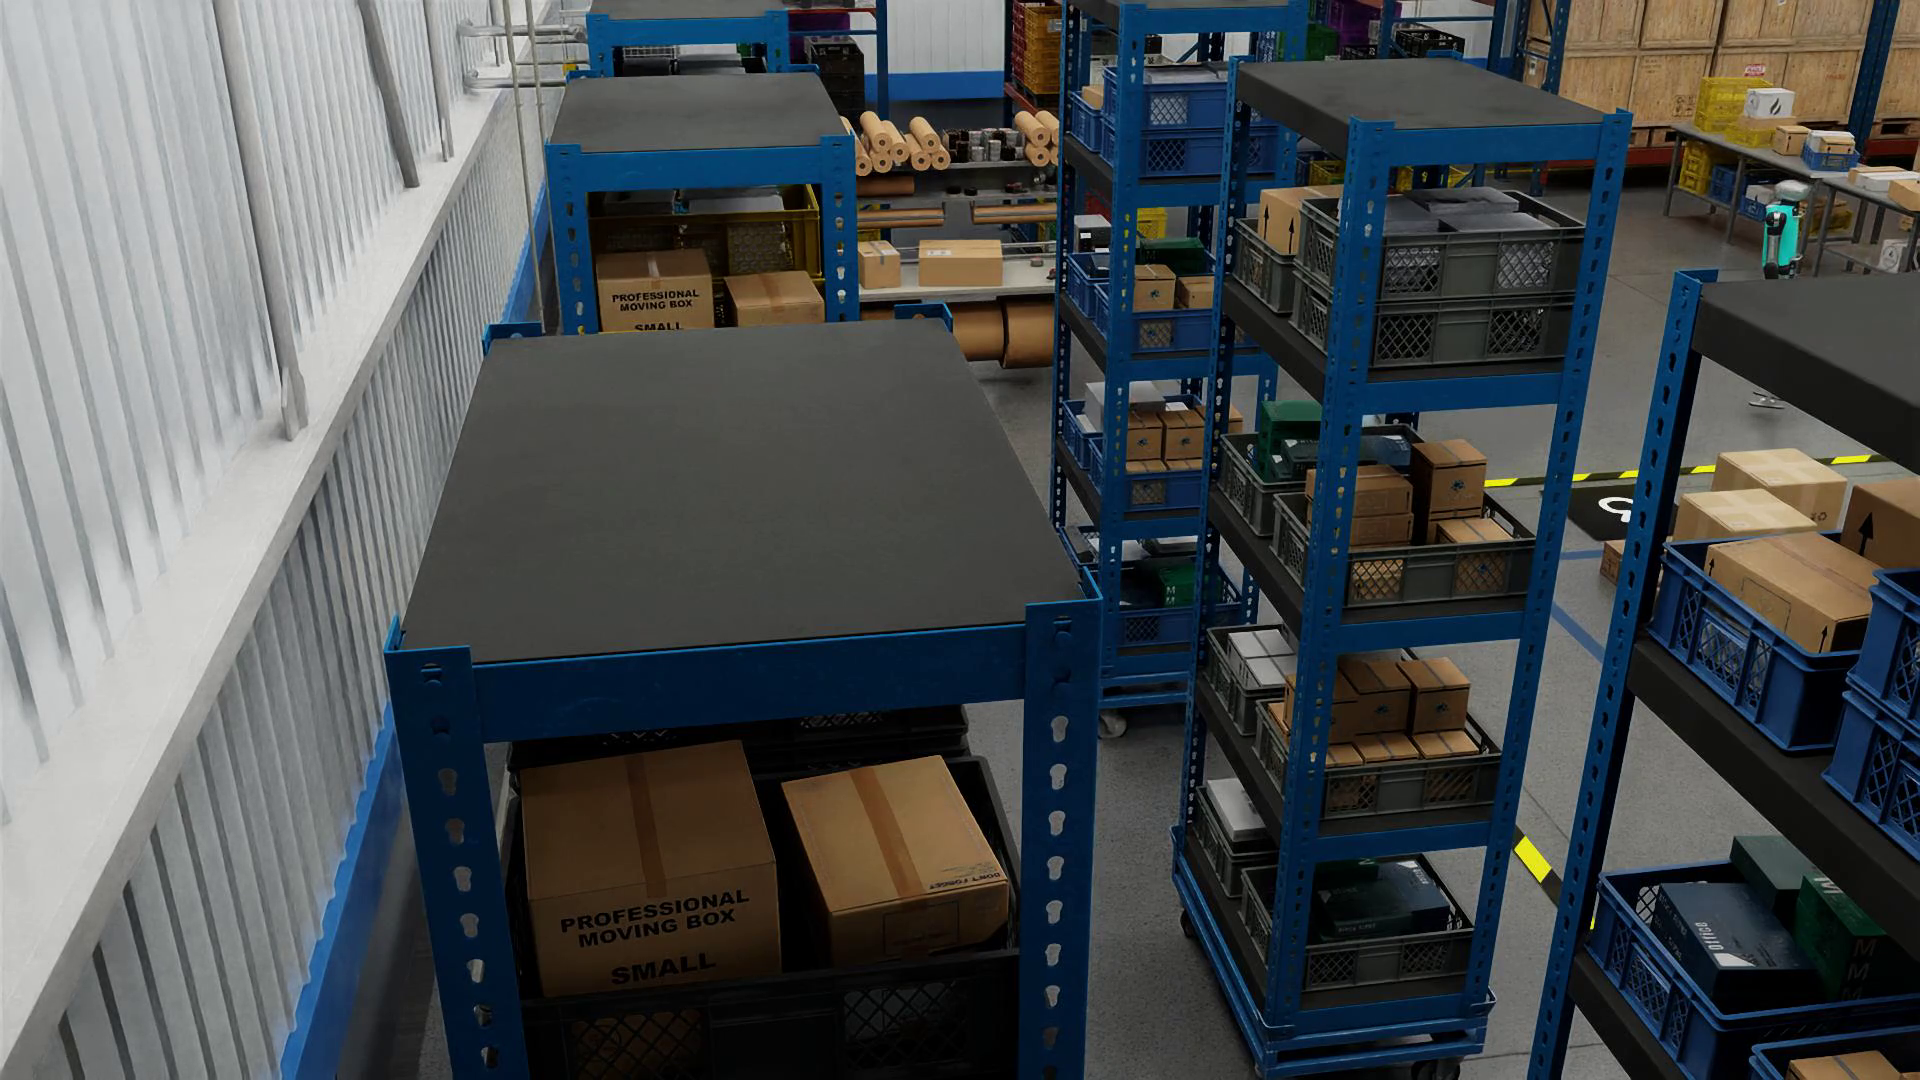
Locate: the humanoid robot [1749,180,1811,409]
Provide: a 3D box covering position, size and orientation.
[{"bbox_3d":[6.204,-1.776,12.241,0.735,1.677,0.533,17,30,32],"label":"humanoid robot"}]

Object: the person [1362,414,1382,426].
[{"bbox_3d":[1.825,0.190,7.991,0.589,1.852,0.396,-1,25,-2],"label":"person"}]
